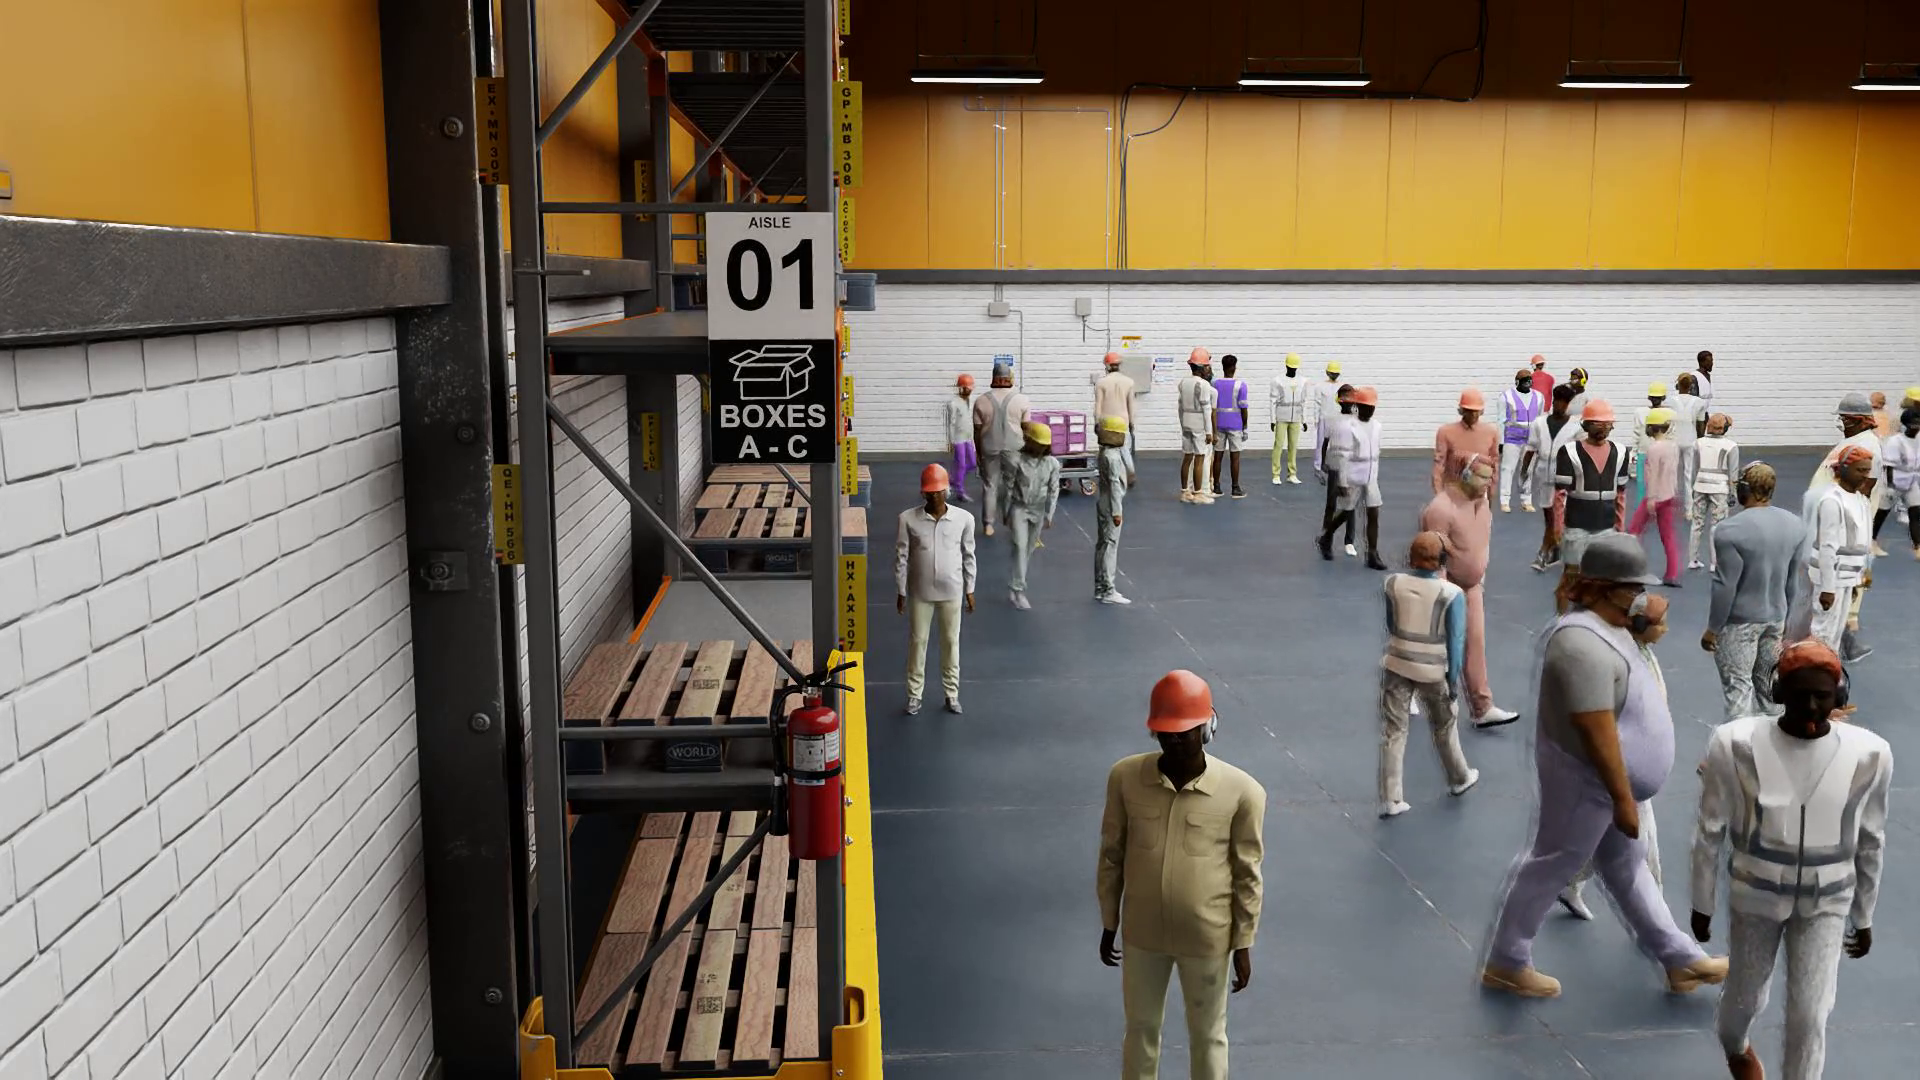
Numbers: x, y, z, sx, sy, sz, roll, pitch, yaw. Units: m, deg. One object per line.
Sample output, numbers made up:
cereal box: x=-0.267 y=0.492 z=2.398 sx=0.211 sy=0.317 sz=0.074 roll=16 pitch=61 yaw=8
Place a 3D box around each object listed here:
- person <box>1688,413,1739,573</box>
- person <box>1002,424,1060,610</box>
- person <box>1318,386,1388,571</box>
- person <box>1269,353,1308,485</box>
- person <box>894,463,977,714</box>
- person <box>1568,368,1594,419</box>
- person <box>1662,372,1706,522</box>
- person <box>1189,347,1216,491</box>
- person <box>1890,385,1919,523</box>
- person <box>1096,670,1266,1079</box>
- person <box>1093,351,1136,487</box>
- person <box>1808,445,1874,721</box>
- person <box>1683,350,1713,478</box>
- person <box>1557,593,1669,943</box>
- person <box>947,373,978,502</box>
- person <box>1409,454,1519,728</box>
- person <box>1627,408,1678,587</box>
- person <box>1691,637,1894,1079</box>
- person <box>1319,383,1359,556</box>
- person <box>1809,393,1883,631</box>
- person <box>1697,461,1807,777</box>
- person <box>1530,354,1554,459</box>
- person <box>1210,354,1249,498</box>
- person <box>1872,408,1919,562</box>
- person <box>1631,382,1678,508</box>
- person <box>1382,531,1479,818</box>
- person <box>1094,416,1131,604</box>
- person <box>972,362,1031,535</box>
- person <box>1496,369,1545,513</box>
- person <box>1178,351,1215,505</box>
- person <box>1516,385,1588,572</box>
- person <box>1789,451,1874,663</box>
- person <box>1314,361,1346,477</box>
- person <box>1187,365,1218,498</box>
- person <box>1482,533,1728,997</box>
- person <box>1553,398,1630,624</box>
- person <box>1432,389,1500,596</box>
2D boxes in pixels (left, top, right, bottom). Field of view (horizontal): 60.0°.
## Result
person: x=7.706 y=-0.482 z=17.031 sx=0.312 sy=1.632 sz=0.514 roll=-6 pitch=11 yaw=-32
person: x=0.655 y=-0.222 z=15.209 sx=0.486 sy=1.679 sz=0.885 roll=-3 pitch=10 yaw=-19
person: x=4.127 y=-0.668 z=17.359 sx=0.554 sy=1.911 sz=0.901 roll=-5 pitch=10 yaw=-26
person: x=4.778 y=-1.758 z=24.144 sx=0.584 sy=1.917 sz=0.385 roll=-2 pitch=9 yaw=-13
person: x=-0.168 y=0.340 z=11.483 sx=0.572 sy=1.749 sz=0.343 roll=-1 pitch=9 yaw=-4
person: x=7.877 y=-1.255 z=21.183 sx=0.327 sy=1.861 sz=0.498 roll=-2 pitch=9 yaw=-11
person: x=8.891 y=-1.142 z=20.503 sx=0.515 sy=1.843 sz=0.326 roll=2 pitch=9 yaw=14
person: x=3.358 y=-1.673 z=23.255 sx=0.410 sy=2.035 sz=0.614 roll=5 pitch=10 yaw=29
person: x=11.669 y=-1.084 z=20.533 sx=0.494 sy=1.710 sz=0.625 roll=0 pitch=9 yaw=1
person: x=0.718 y=1.286 z=5.537 sx=0.560 sy=1.752 sz=0.325 roll=3 pitch=10 yaw=20
person: x=2.207 y=-1.701 z=23.670 sx=0.640 sy=1.960 sz=0.839 roll=-3 pitch=10 yaw=-18
person: x=6.029 y=0.284 z=11.419 sx=0.358 sy=1.884 sz=0.574 roll=8 pitch=12 yaw=42
person: x=11.018 y=-1.865 z=24.807 sx=0.392 sy=1.920 sz=0.587 roll=8 pitch=12 yaw=42
person: x=3.047 y=1.025 z=7.608 sx=0.678 sy=1.620 sz=0.528 roll=6 pitch=11 yaw=32
person: x=0.040 y=-1.363 z=22.221 sx=0.429 sy=1.730 sz=0.580 roll=6 pitch=11 yaw=35
person: x=3.363 y=0.332 z=11.258 sx=0.677 sy=1.841 sz=0.999 roll=-6 pitch=11 yaw=-33
person: x=6.717 y=-0.416 z=16.291 sx=0.540 sy=1.738 sz=0.793 roll=-8 pitch=12 yaw=-43
person: x=2.827 y=1.207 z=5.744 sx=0.591 sy=1.858 sz=0.774 roll=3 pitch=9 yaw=17
person: x=4.154 y=-0.760 z=18.021 sx=0.517 sy=1.874 sz=0.328 roll=2 pitch=9 yaw=13
person: x=7.577 y=-0.250 z=14.284 sx=0.538 sy=2.000 sz=0.683 roll=3 pitch=10 yaw=18
person: x=4.712 y=0.494 z=9.934 sx=0.627 sy=1.940 sz=0.371 roll=-3 pitch=10 yaw=-20
person: x=9.435 y=-2.165 z=27.258 sx=0.563 sy=1.741 sz=0.360 roll=-3 pitch=9 yaw=-16
person: x=3.656 y=-1.550 z=22.677 sx=0.603 sy=1.967 sz=0.368 roll=6 pitch=11 yaw=31
person: x=9.978 y=-0.578 z=17.579 sx=0.539 sy=1.634 sz=0.905 roll=-2 pitch=9 yaw=-15
person: x=8.395 y=-1.040 z=20.147 sx=0.523 sy=1.760 sz=0.345 roll=7 pitch=11 yaw=37
person: x=2.663 y=0.738 z=9.453 sx=0.524 sy=1.595 sz=0.845 roll=7 pitch=12 yaw=38
person: x=1.420 y=-0.284 z=15.444 sx=0.304 sy=1.740 sz=0.485 roll=-1 pitch=9 yaw=-8
person: x=0.498 y=-1.063 z=19.392 sx=0.680 sy=2.000 sz=0.535 roll=2 pitch=9 yaw=10
person: x=7.168 y=-1.261 z=21.257 sx=0.633 sy=1.843 sz=0.429 roll=-1 pitch=9 yaw=-5
person: x=3.144 y=-1.485 z=22.040 sx=0.378 sy=2.041 sz=0.612 roll=-5 pitch=10 yaw=-30
person: x=6.039 y=-0.629 z=17.039 sx=0.903 sy=1.910 sz=0.696 roll=-9 pitch=13 yaw=-44
person: x=6.782 y=0.149 z=12.871 sx=0.880 sy=1.688 sz=0.596 roll=-3 pitch=9 yaw=-17
person: x=5.582 y=-1.814 z=25.005 sx=0.530 sy=1.761 sz=0.341 roll=-1 pitch=9 yaw=-3
person: x=3.299 y=-1.477 z=22.648 sx=0.349 sy=1.837 sz=0.502 roll=-8 pitch=12 yaw=-42
person: x=2.706 y=0.933 z=6.860 sx=1.008 sy=2.000 sz=0.691 roll=5 pitch=10 yaw=29
person: x=5.153 y=-0.139 z=13.571 sx=0.614 sy=2.045 sz=0.385 roll=-1 pitch=9 yaw=-4
person: x=4.800 y=-0.449 z=15.800 sx=0.620 sy=1.952 sz=0.949 roll=2 pitch=9 yaw=15
